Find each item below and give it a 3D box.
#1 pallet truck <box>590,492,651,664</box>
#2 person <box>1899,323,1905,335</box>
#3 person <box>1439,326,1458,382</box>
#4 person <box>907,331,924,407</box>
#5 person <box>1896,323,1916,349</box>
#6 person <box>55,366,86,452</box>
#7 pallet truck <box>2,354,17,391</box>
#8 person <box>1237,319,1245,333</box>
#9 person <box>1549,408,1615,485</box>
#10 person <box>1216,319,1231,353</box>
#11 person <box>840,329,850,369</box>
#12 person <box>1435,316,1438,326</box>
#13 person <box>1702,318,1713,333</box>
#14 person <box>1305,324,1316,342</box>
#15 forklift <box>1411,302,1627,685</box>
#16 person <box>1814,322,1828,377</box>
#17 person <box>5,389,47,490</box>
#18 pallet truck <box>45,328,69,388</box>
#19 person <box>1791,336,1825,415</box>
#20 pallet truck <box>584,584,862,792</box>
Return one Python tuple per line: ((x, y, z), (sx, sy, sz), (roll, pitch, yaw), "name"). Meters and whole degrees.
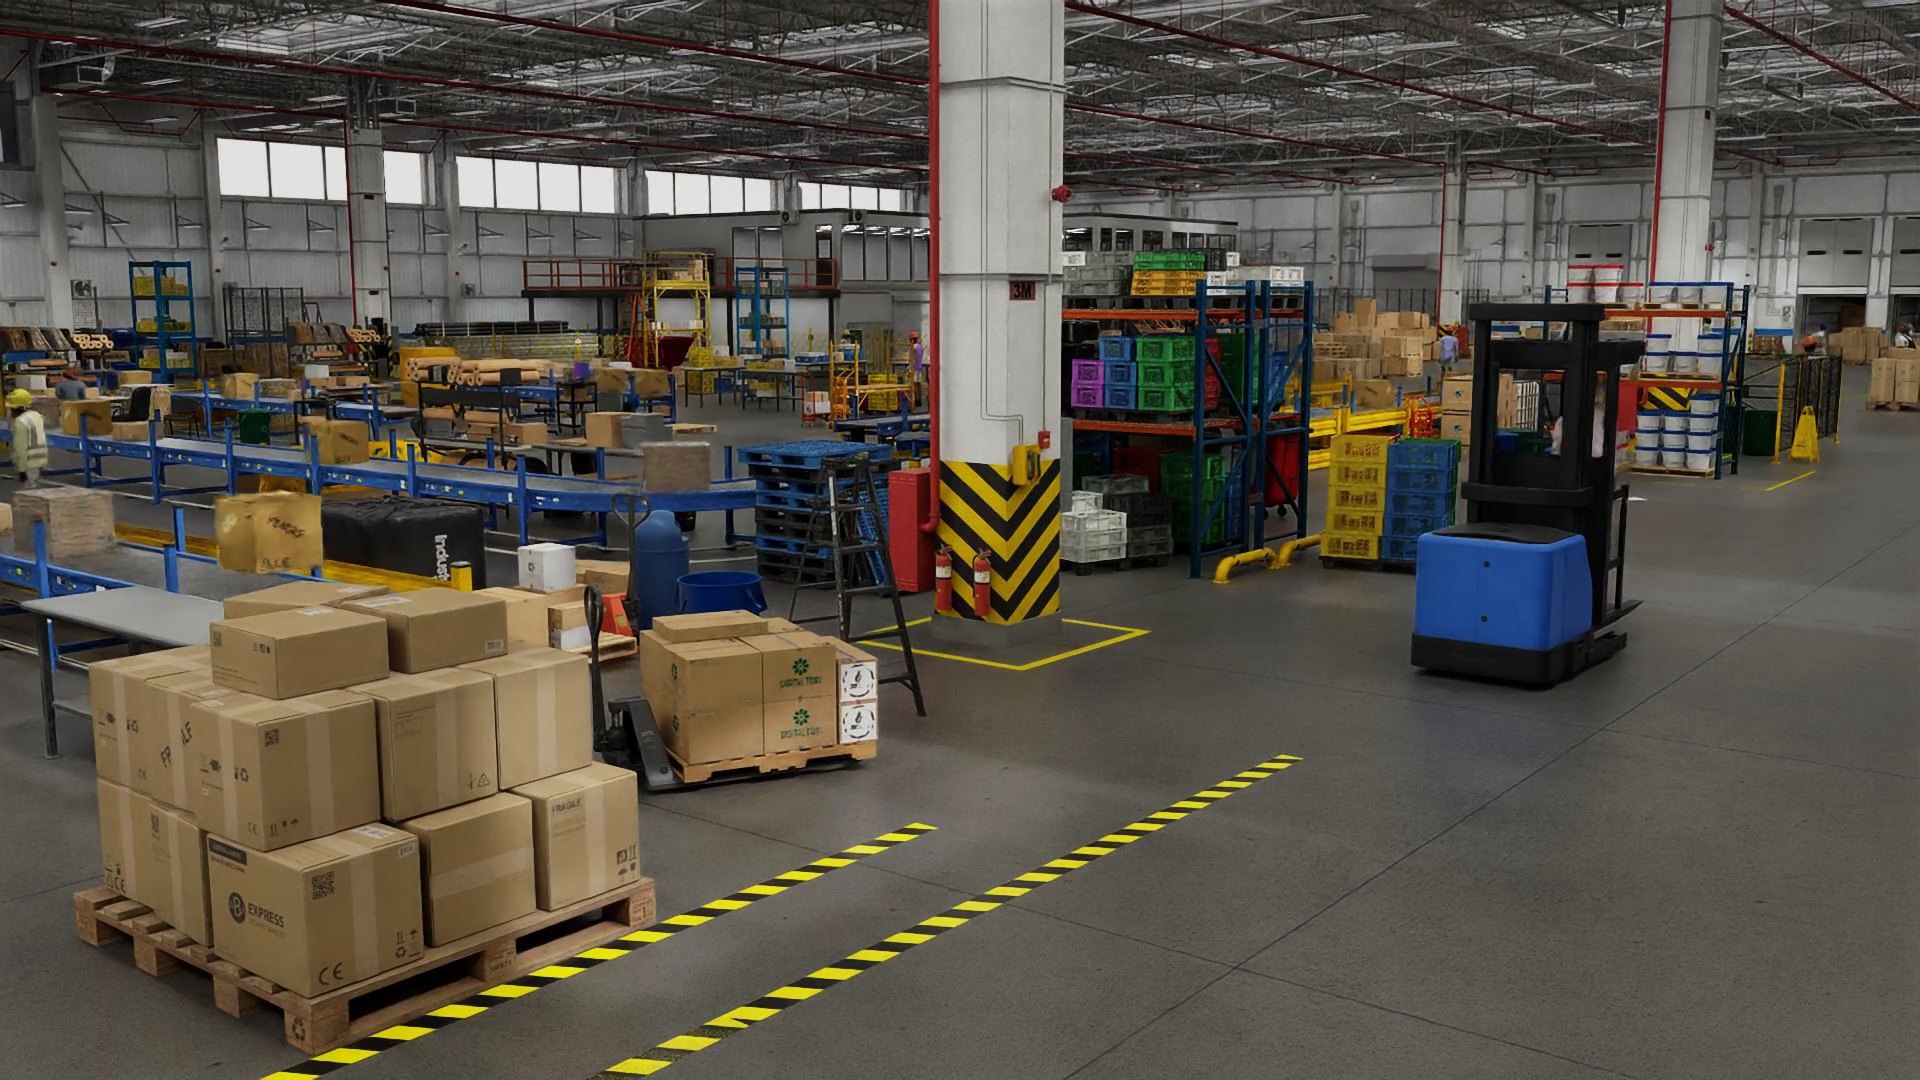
((-3.115, 0.344, 12.883), (0.653, 1.274, 1.630), (7, 11, 37), "pallet truck")
((32.306, -6.465, 56.852), (0.460, 1.879, 0.613), (4, 9, 26), "person")
((14.985, -5.613, 51.061), (0.575, 1.885, 0.976), (1, 9, 10), "person")
((-1.151, -4.350, 42.374), (0.349, 1.942, 0.545), (4, 9, 24), "person")
((27.484, -5.278, 48.294), (0.538, 2.000, 0.684), (8, 11, 42), "person")
((-16.093, -2.356, 30.132), (0.528, 1.593, 0.726), (-6, 10, -36), "person")
((-24.881, -4.417, 42.634), (1.885, 1.965, 0.823), (8, 11, 41), "pallet truck")
((11.609, -8.222, 68.537), (0.399, 1.928, 0.542), (3, 9, 22), "person")
((6.680, -0.709, 17.989), (0.681, 1.887, 0.619), (7, 11, 41), "person")
((9.500, -7.020, 60.194), (0.612, 1.995, 0.382), (7, 11, 38), "person")
((-3.668, -5.925, 53.686), (0.323, 1.736, 0.480), (5, 10, 29), "person")
((23.234, -9.950, 80.585), (0.921, 1.800, 0.532), (1, 8, 6), "person")
((32.585, -8.773, 72.527), (0.429, 1.842, 0.632), (5, 10, 31), "person")
((14.960, -8.598, 71.206), (0.574, 1.883, 0.361), (4, 9, 24), "person")
((4.379, -0.438, 12.852), (1.129, 2.768, 1.873), (7, 11, 37), "forklift")
((29.872, -6.624, 57.841), (0.968, 1.913, 0.607), (1, 8, 5), "person")
((-10.984, -0.901, 19.723), (0.690, 1.783, 0.629), (-1, 9, -8), "person")
((-23.775, -4.544, 43.495), (1.885, 1.965, 0.823), (6, 10, 35), "pallet truck")
((17.192, -3.116, 33.750), (0.637, 2.028, 0.418), (-2, 9, -11), "person")
((-1.426, 0.805, 10.019), (1.601, 1.201, 0.680), (-4, 9, -26), "pallet truck")
